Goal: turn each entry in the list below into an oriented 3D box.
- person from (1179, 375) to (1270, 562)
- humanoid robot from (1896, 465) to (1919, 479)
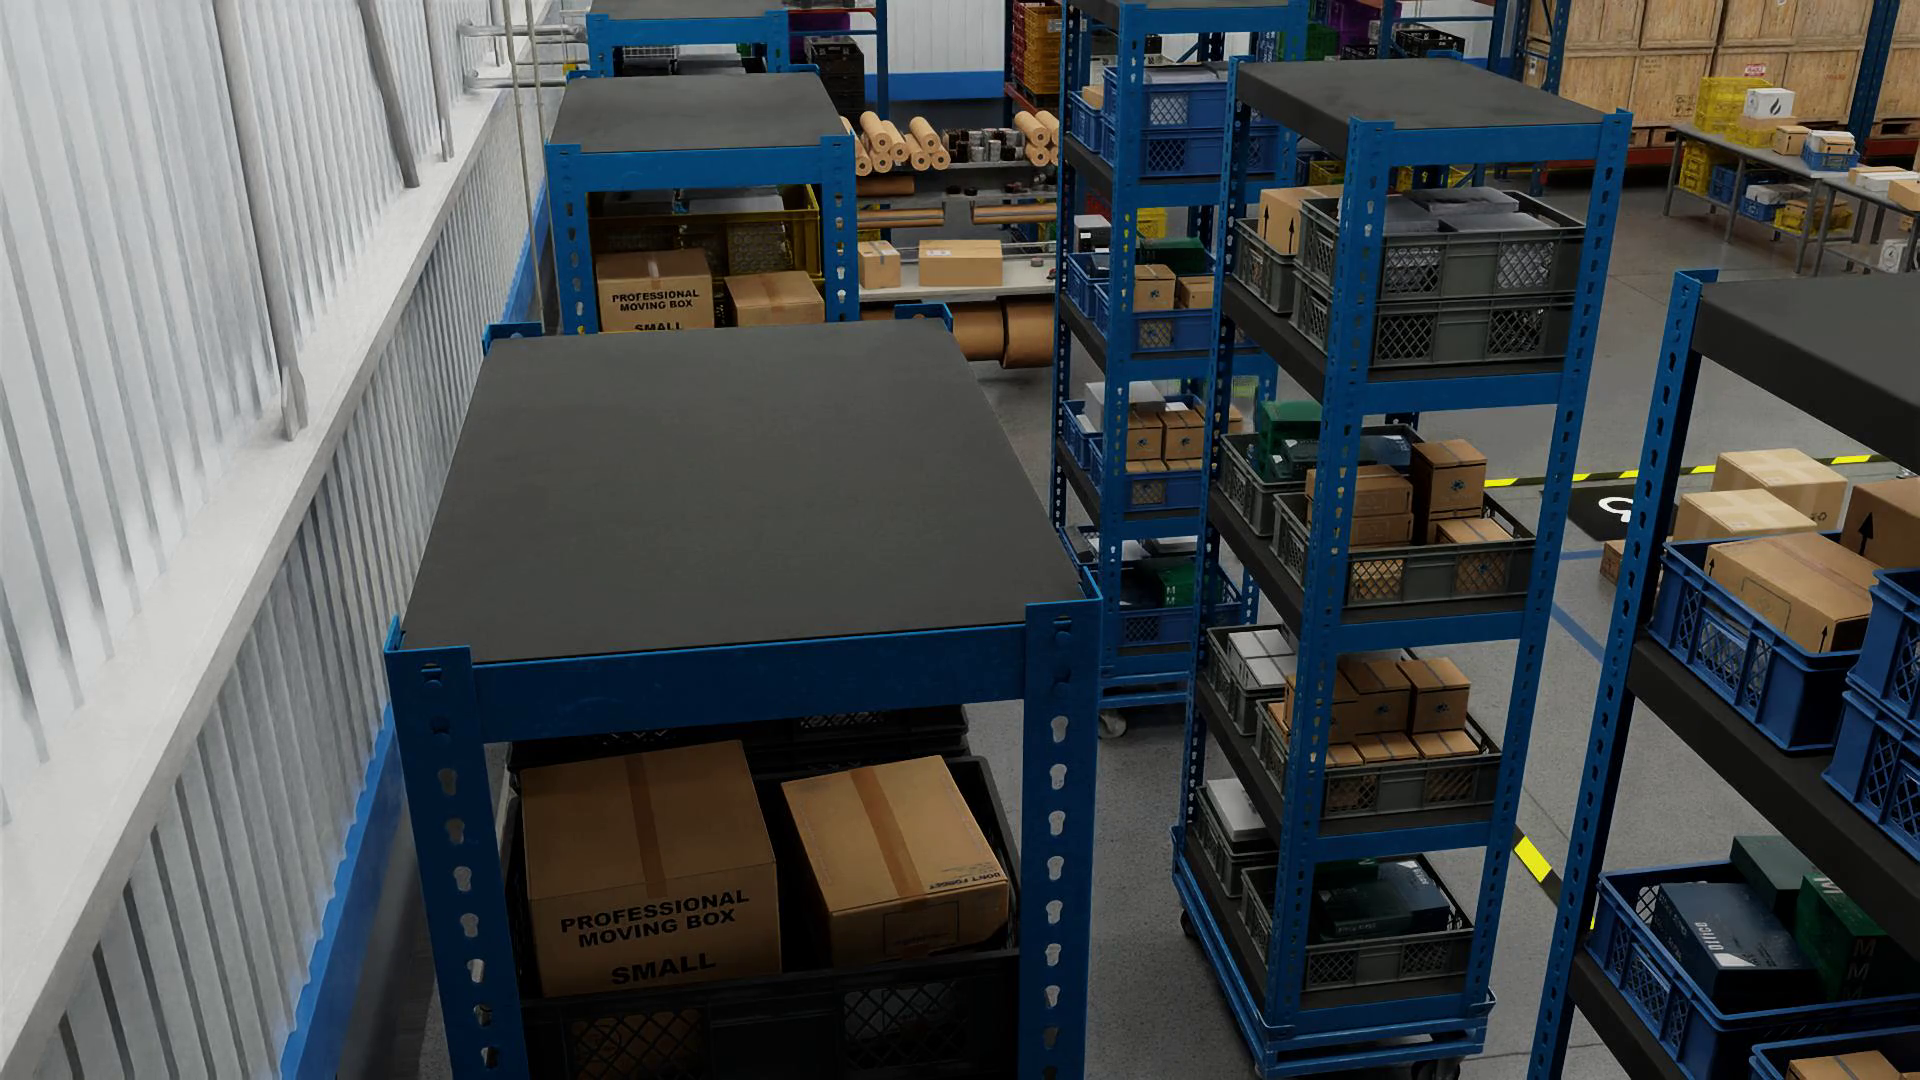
[{"bbox_3d":[1.588,-0.703,9.950,0.598,1.835,0.526,-3,25,-7],"label":"person"},{"bbox_3d":[6.425,-1.143,10.869,0.735,1.675,0.533,-11,27,-22],"label":"humanoid robot"}]
